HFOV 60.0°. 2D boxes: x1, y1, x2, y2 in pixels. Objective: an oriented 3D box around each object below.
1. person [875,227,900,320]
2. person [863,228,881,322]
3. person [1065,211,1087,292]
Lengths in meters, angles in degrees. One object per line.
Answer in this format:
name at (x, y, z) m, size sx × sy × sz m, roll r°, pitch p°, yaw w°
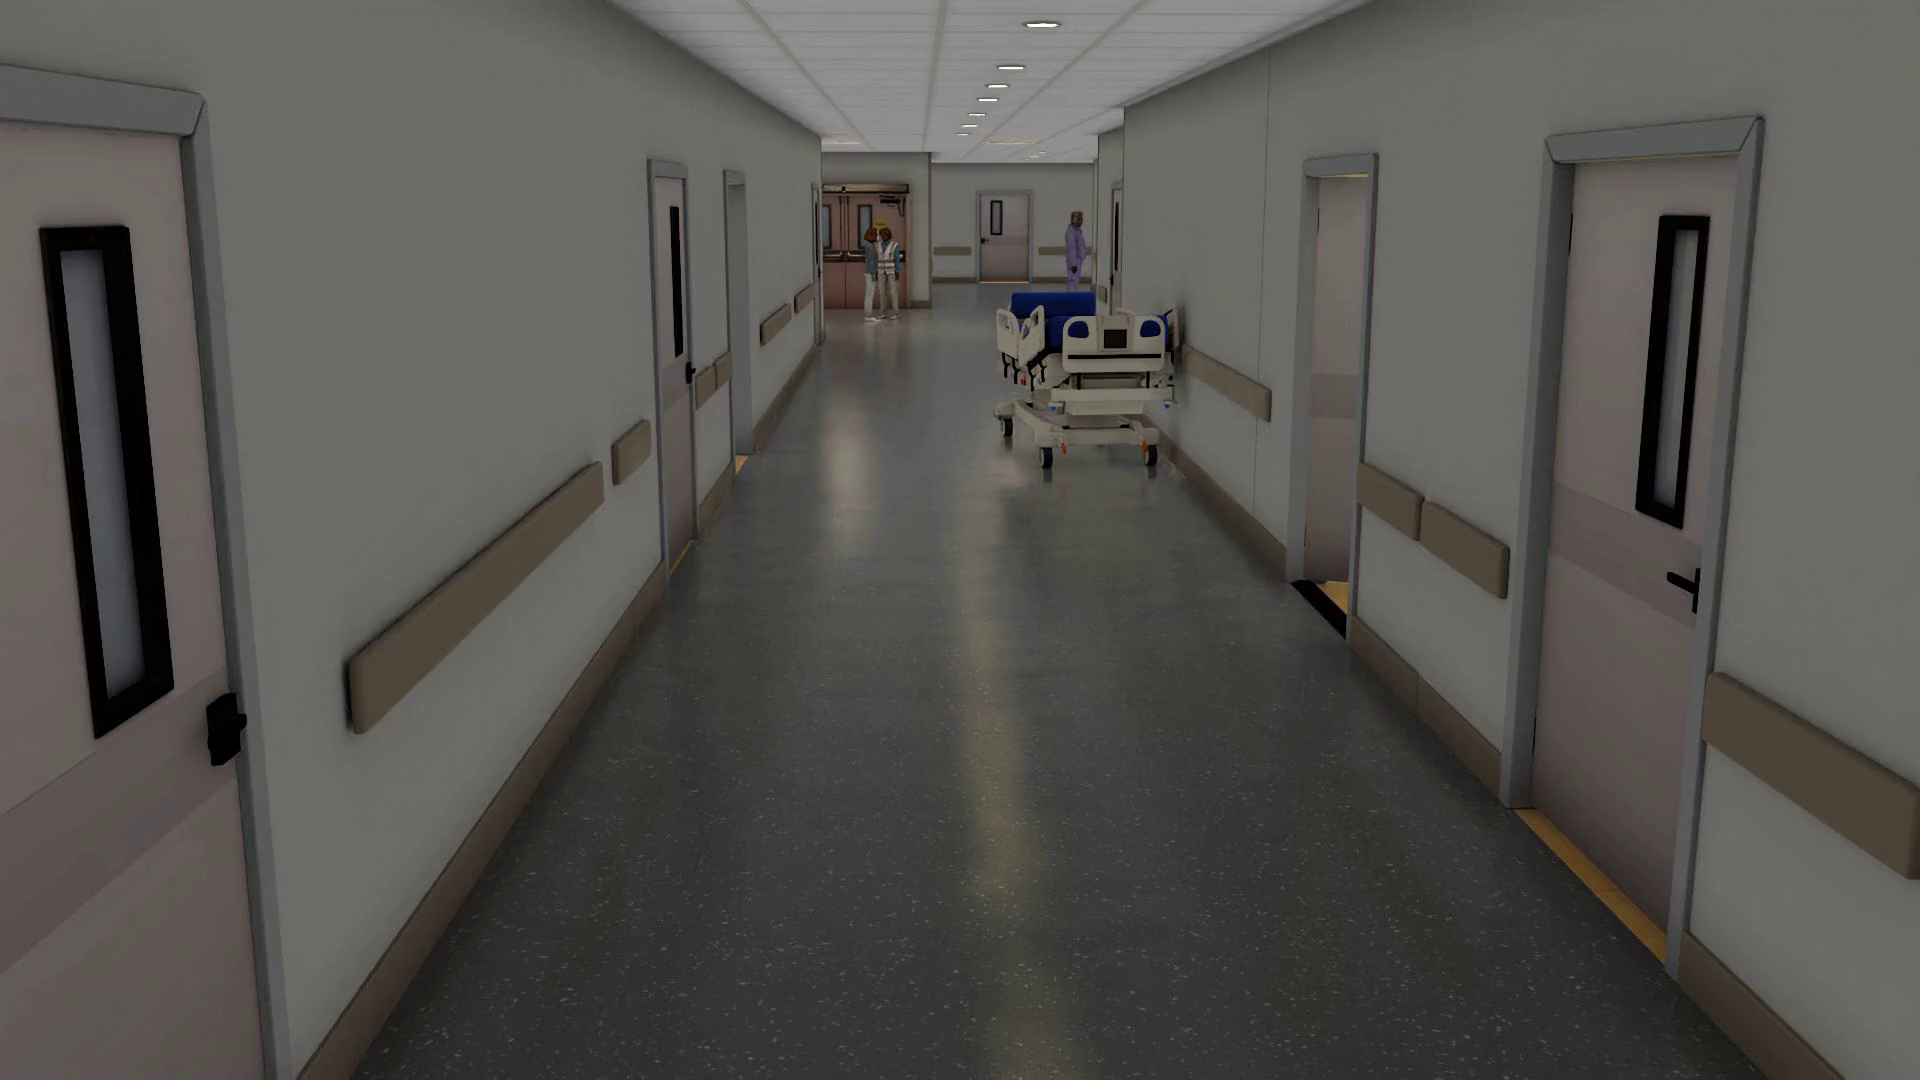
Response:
person at (-1.295, -4.737, 29.584) m, size 0.526 × 1.632 × 0.312 m, roll 5°, pitch 13°, yaw 24°
person at (-1.536, -4.620, 29.000) m, size 0.279 × 1.634 × 0.499 m, roll -2°, pitch 12°, yaw -9°
person at (2.137, -5.093, 30.640) m, size 0.410 × 1.909 × 0.642 m, roll 2°, pitch 12°, yaw 9°
